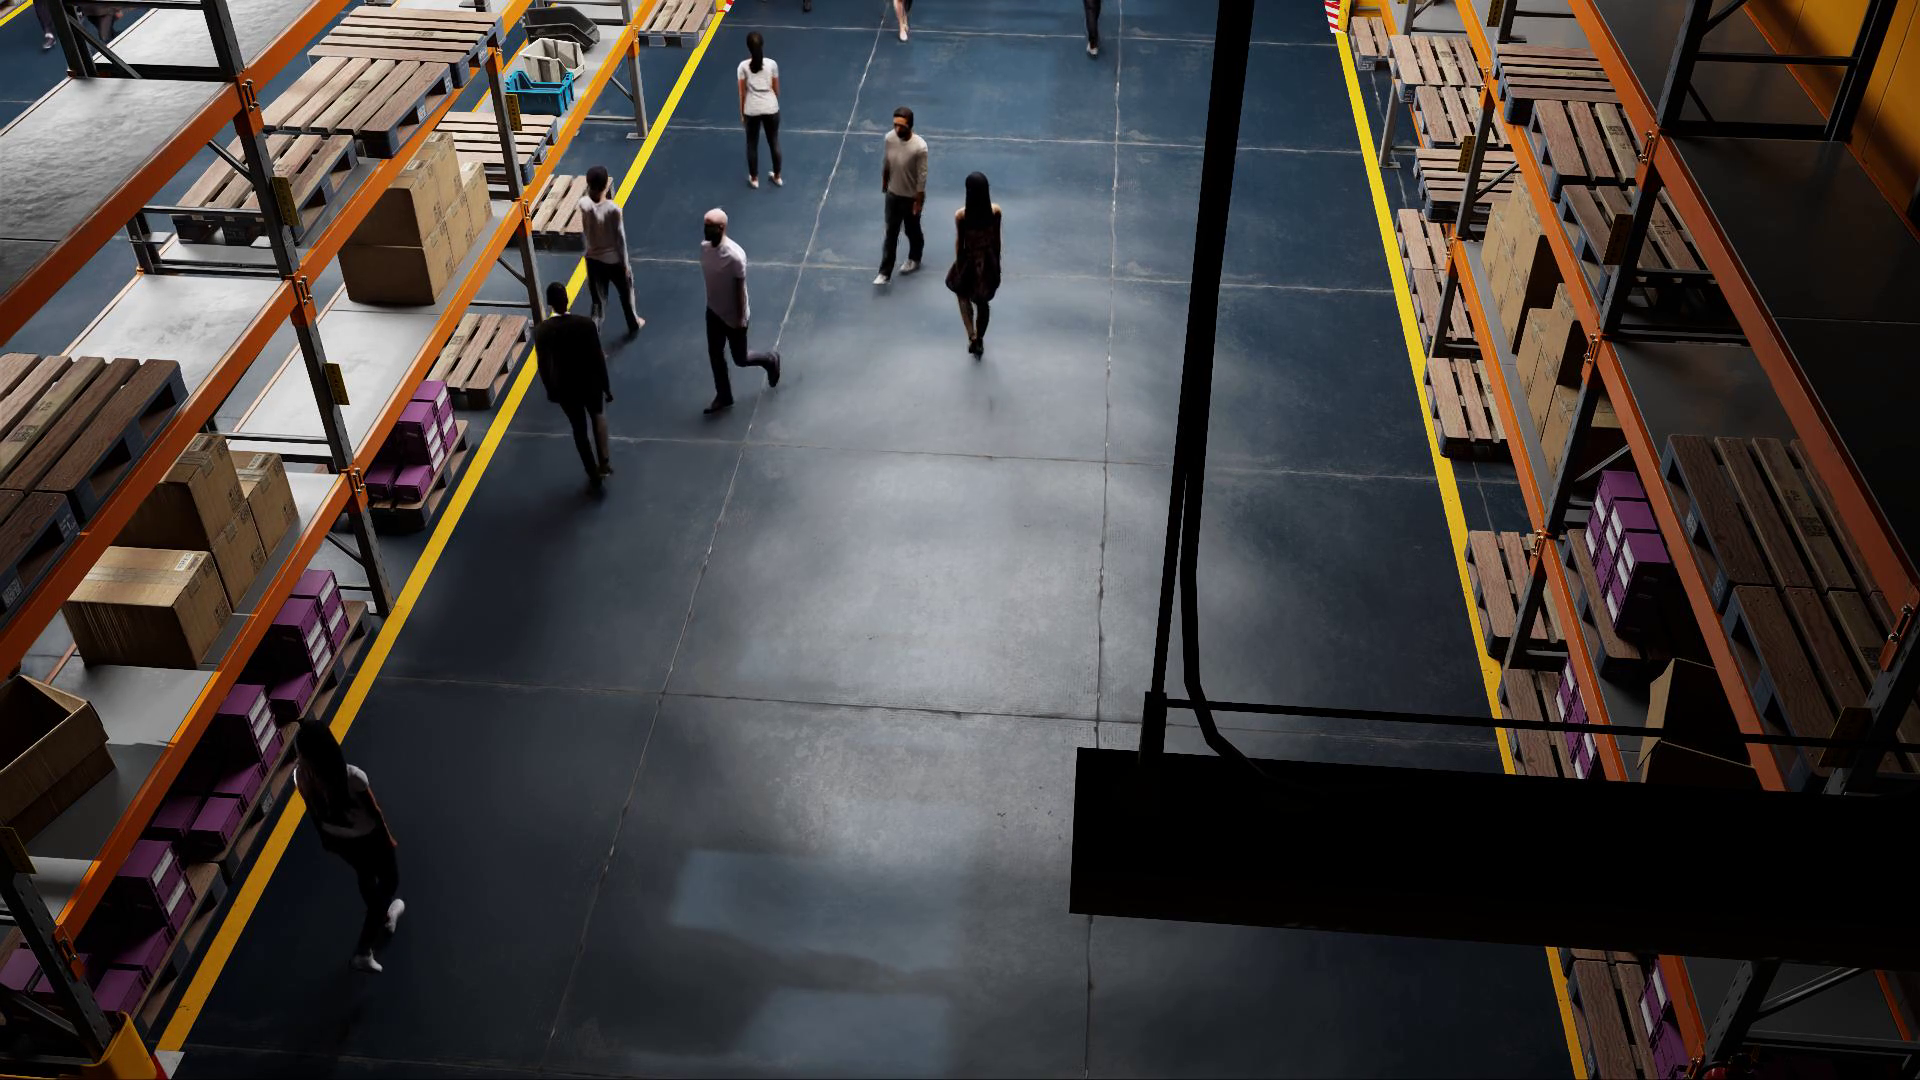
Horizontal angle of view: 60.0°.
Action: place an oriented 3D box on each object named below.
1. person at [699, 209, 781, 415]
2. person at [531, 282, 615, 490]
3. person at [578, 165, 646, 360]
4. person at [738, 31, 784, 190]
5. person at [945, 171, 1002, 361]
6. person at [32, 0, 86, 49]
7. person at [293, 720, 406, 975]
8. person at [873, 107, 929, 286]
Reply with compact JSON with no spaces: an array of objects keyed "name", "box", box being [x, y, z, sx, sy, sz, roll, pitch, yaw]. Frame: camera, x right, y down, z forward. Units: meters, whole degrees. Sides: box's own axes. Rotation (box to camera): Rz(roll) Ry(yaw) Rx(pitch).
[{"name":"person","box":[-1.850,-1.908,13.764,1.021,1.810,1.132,30,47,32]},{"name":"person","box":[-2.945,-1.113,12.789,0.788,1.784,0.799,-5,39,-7]},{"name":"person","box":[-3.110,-2.362,14.391,0.723,1.737,1.129,9,40,11]},{"name":"person","box":[-2.023,-4.379,16.994,0.614,1.641,0.601,-7,39,-9]},{"name":"person","box":[0.180,-2.295,14.284,0.755,1.767,0.819,-8,39,-10]},{"name":"person","box":[-11.051,-6.977,20.125,0.801,1.793,1.247,-1,39,-2]},{"name":"person","box":[-3.389,1.732,9.249,0.667,1.758,0.928,7,39,9]},{"name":"person","box":[-0.450,-3.256,15.484,0.986,1.769,1.163,22,44,25]}]
